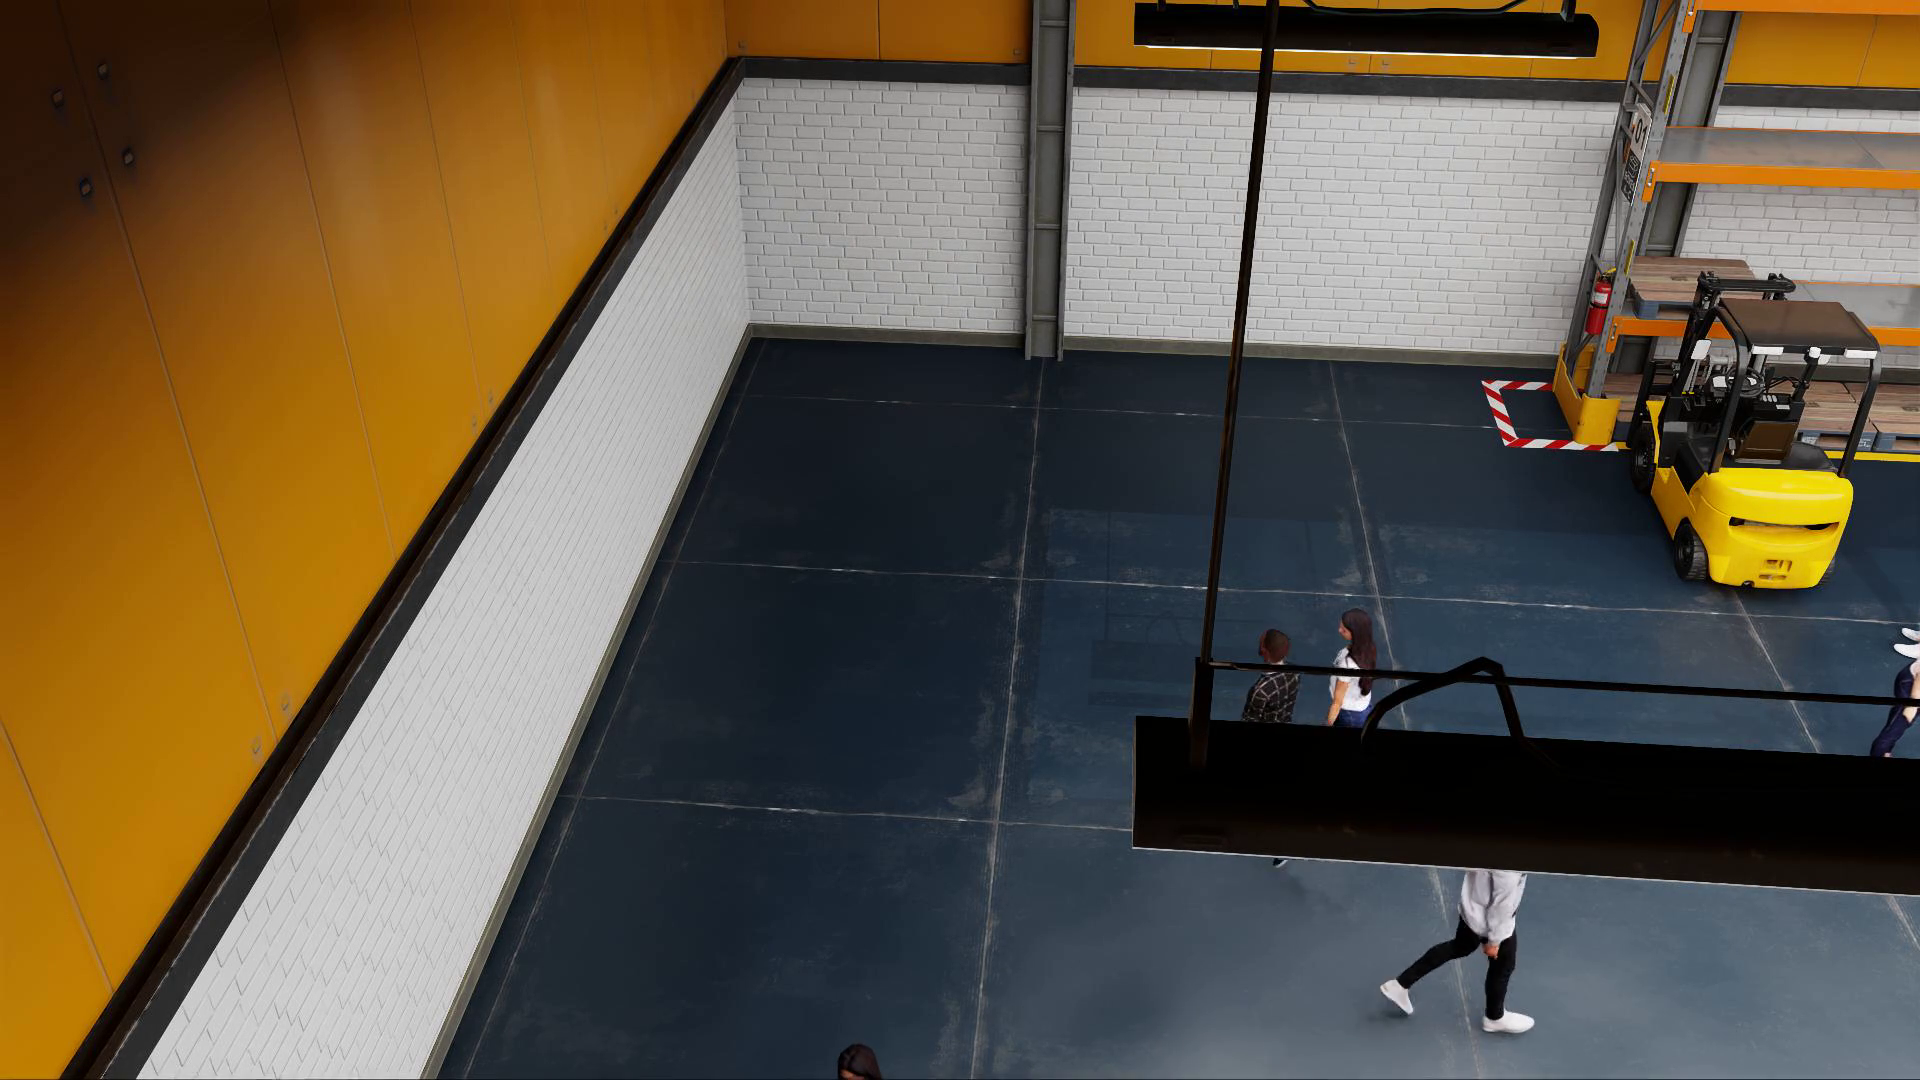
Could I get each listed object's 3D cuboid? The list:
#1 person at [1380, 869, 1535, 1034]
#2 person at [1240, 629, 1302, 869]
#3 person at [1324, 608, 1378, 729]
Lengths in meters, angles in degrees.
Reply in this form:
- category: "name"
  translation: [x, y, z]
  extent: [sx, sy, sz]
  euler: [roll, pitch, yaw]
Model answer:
- category: "person"
  translation: [2.984, 2.158, 9.707]
  extent: [1.188, 1.900, 0.764]
  euler: [-1, 34, -1]
- category: "person"
  translation: [2.056, 1.411, 10.922]
  extent: [1.062, 1.801, 0.974]
  euler: [27, 42, 34]
- category: "person"
  translation: [2.731, 1.226, 11.249]
  extent: [1.073, 1.746, 0.916]
  euler: [18, 37, 25]
